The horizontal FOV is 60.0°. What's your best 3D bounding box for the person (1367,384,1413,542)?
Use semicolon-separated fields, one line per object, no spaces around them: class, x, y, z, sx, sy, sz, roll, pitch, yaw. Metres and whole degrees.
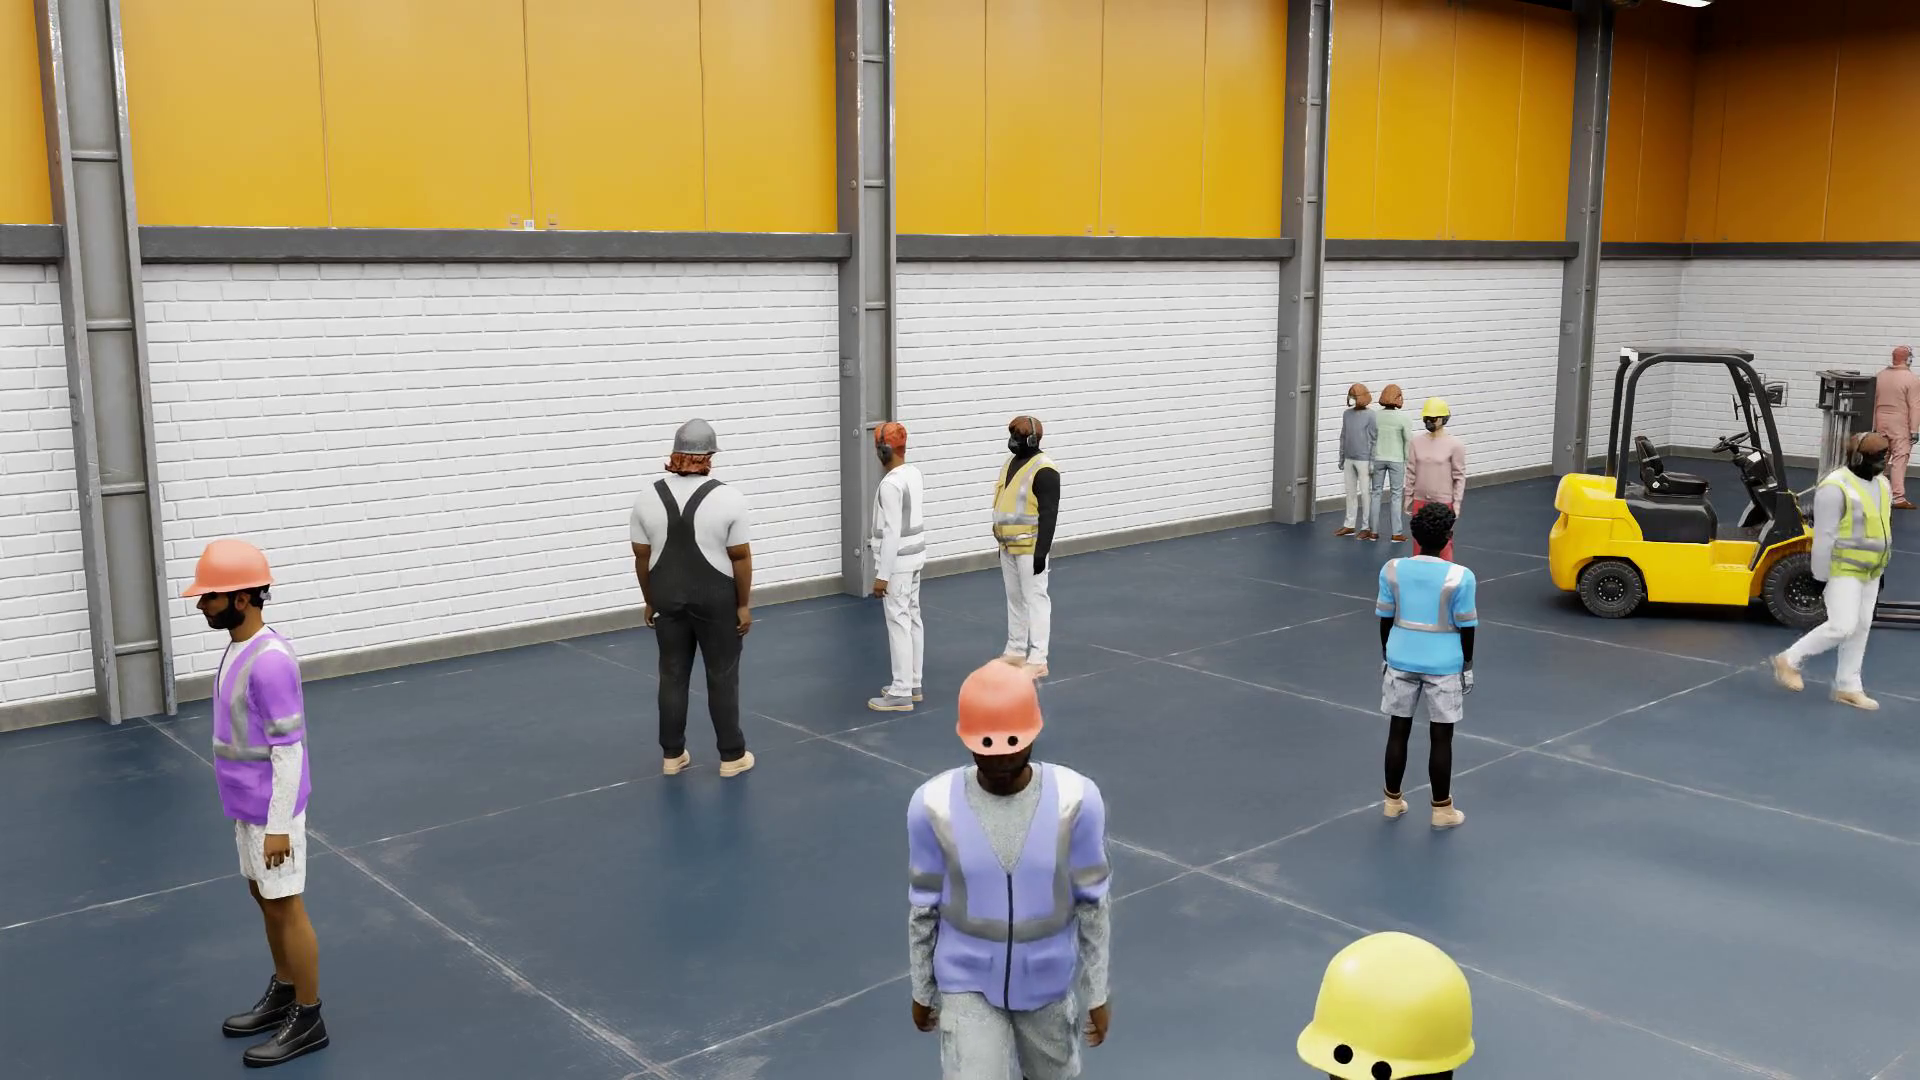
person;4.426;-0.792;17.169;0.500;1.633;0.279;6;11;32

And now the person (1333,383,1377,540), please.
person;4.147;-0.823;17.352;0.267;1.631;0.507;-6;11;-31

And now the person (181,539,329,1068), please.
person;-2.575;0.952;6.069;0.374;1.935;0.552;-7;12;-35

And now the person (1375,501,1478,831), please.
person;2.400;0.645;8.568;0.537;1.696;0.318;7;12;37

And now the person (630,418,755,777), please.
person;-1.484;0.321;9.459;0.684;2.000;0.536;2;10;12

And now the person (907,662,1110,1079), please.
person;0.137;1.205;4.755;0.565;1.885;0.821;0;10;-2

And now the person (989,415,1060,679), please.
person;0.440;0.046;11.649;0.429;1.846;0.627;-5;11;-28

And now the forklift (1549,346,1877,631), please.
forklift;6.109;-0.478;13.691;2.313;2.155;1.214;3;10;16

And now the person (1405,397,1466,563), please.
person;3.991;-0.324;14.042;0.527;1.767;0.331;9;13;44

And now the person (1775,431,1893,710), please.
person;5.769;0.190;10.871;0.640;1.830;0.546;-6;11;-30

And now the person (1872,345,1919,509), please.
person;10.958;-1.317;19.447;0.408;1.906;0.646;-3;10;-19

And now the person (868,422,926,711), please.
person;-0.409;0.168;10.805;0.354;1.886;0.573;3;10;17

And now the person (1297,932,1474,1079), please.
person;0.653;1.540;2.646;0.361;1.930;0.587;-8;13;-40
